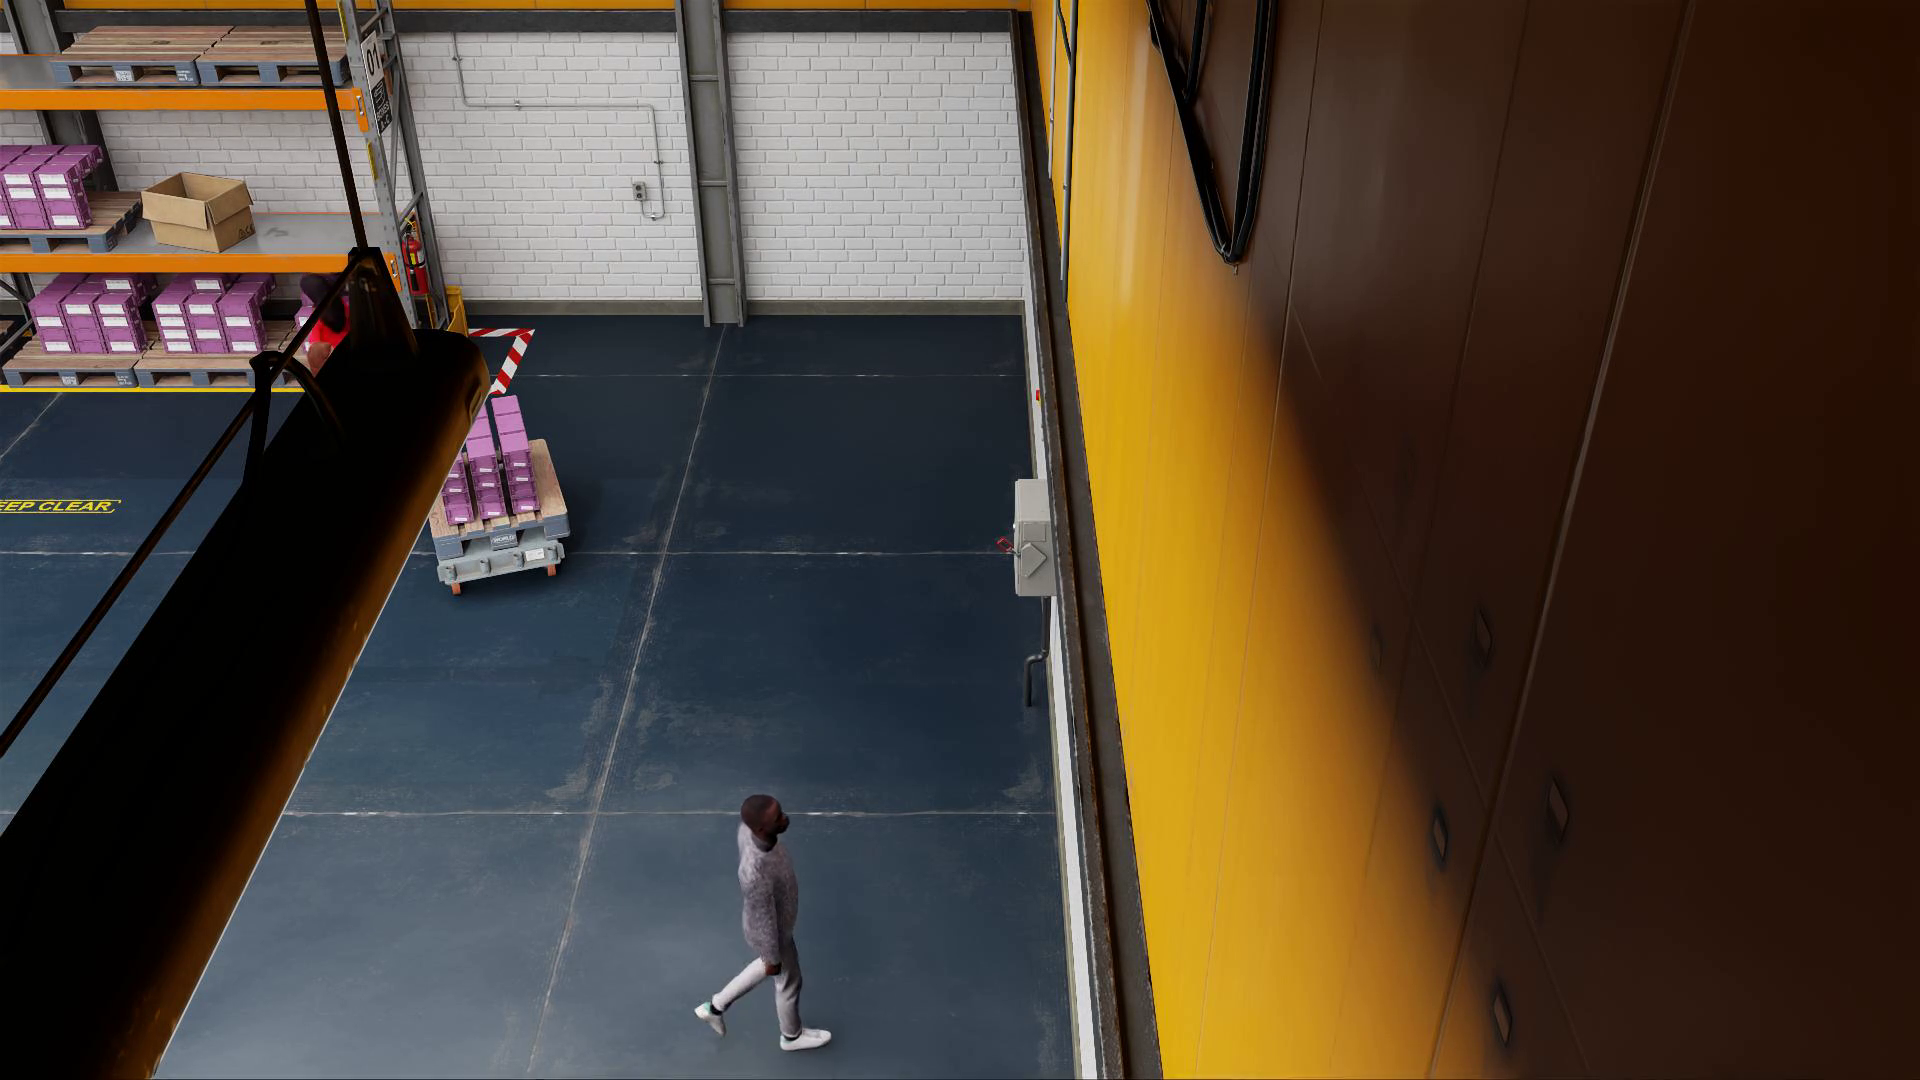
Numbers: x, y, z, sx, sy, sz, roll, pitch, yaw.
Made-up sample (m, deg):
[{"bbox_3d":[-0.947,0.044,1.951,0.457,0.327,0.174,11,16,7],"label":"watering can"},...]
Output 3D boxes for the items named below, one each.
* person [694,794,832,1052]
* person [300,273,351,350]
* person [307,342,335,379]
[{"bbox_3d":[-1.084,2.024,8.693,1.017,1.822,0.813,-6,34,-9],"label":"person"},{"bbox_3d":[-5.146,-1.444,14.003,0.836,1.719,0.840,22,39,29],"label":"person"},{"bbox_3d":[-4.816,-0.746,12.932,0.703,1.742,0.670,-21,39,-28],"label":"person"}]
